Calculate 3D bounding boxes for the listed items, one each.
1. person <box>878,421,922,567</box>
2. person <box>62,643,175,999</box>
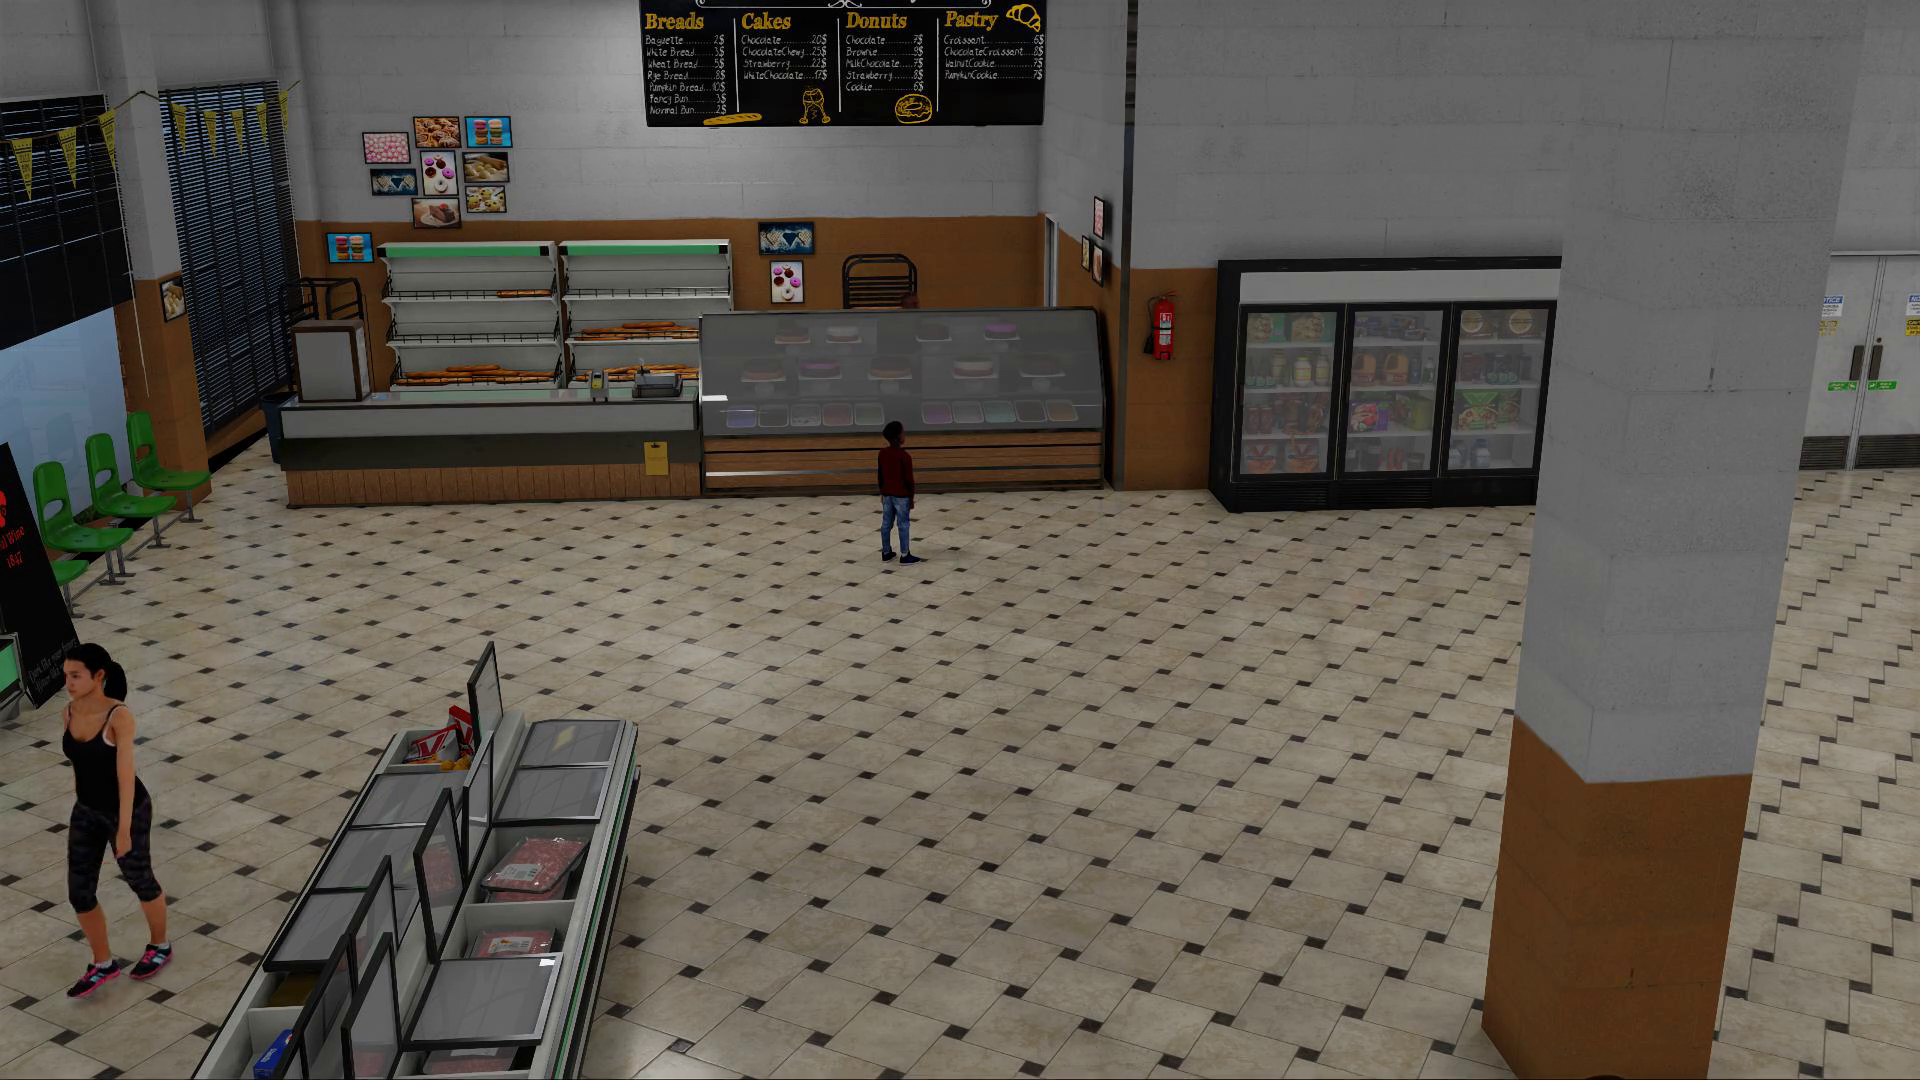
[{"bbox_3d":[-0.548,-0.407,14.279,0.586,1.256,0.633,11,20,32],"label":"person"},{"bbox_3d":[-3.953,1.283,7.928,0.701,1.713,0.833,4,17,14],"label":"person"}]
